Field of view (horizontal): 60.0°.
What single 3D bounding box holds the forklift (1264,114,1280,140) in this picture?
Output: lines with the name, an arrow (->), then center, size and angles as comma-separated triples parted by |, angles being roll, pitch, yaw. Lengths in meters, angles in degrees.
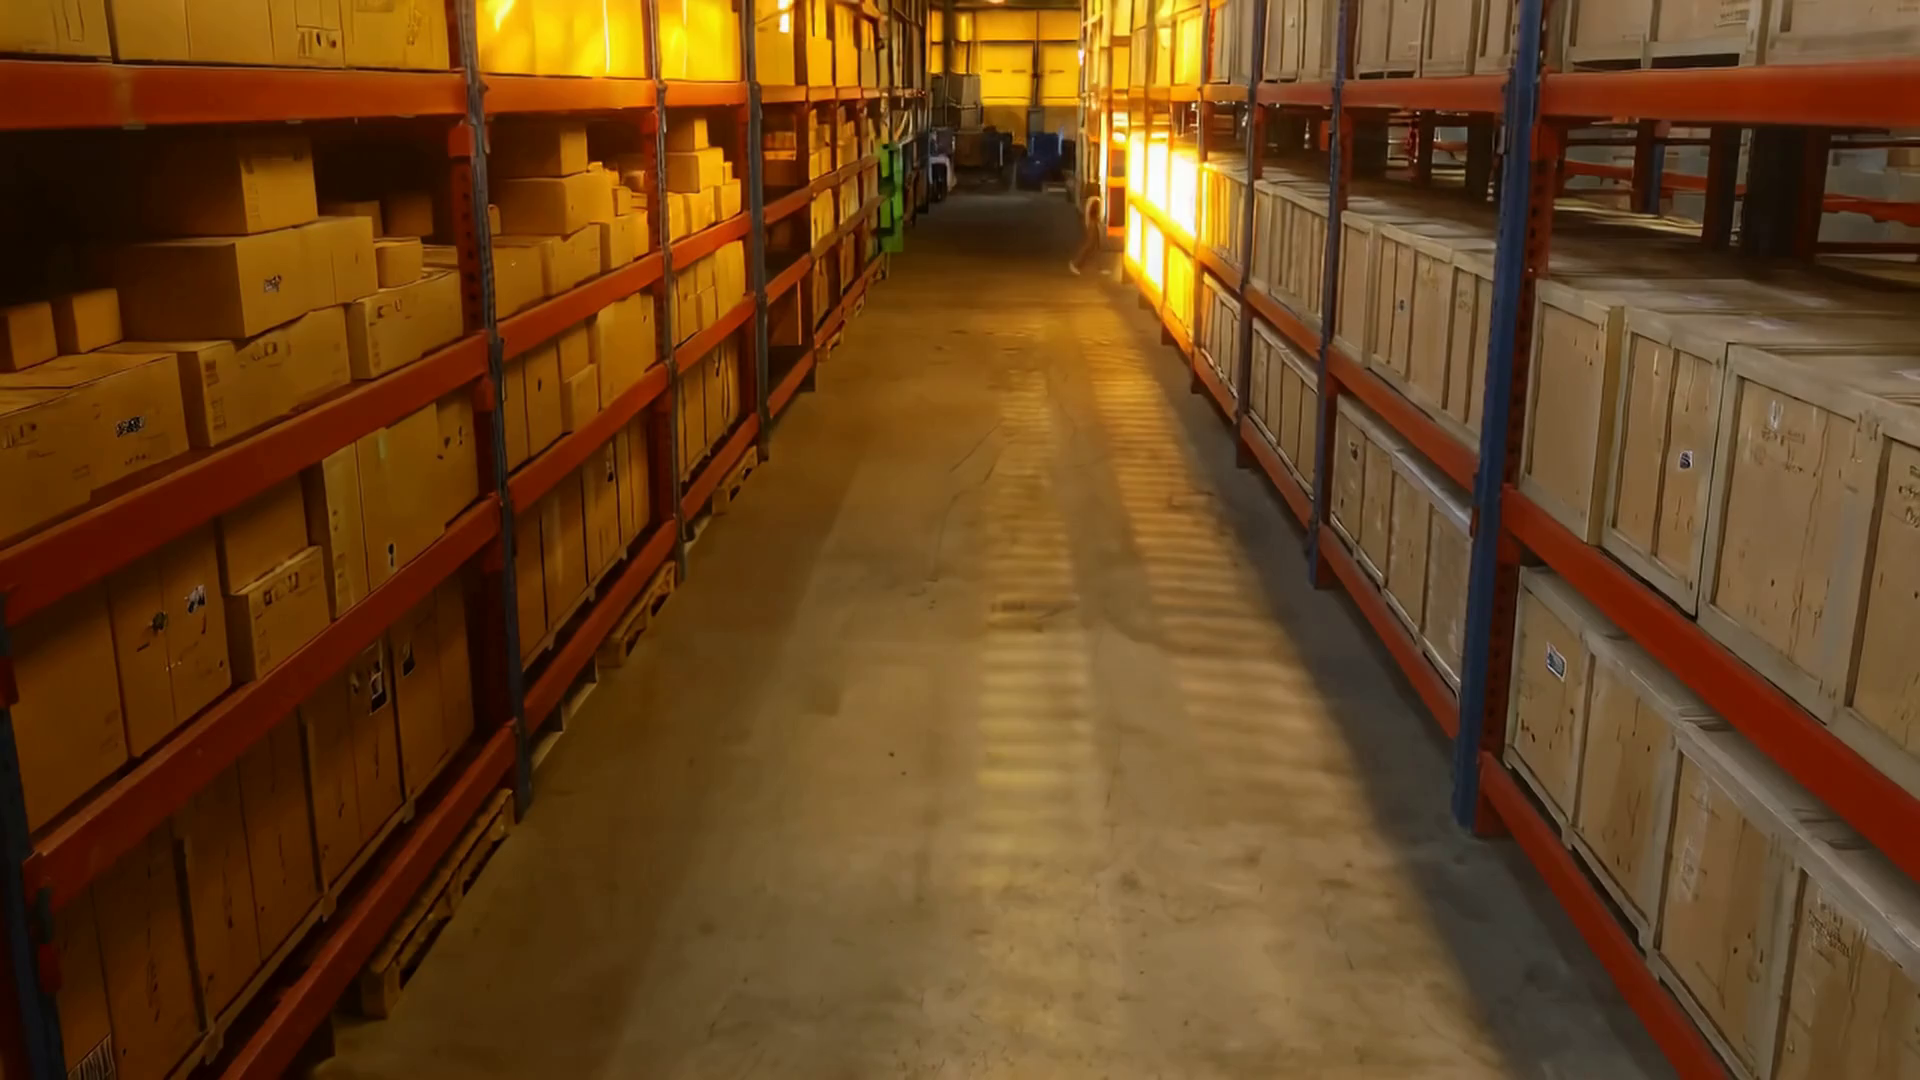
forklift -> 11.025, -13.978, 59.799 | 1.129, 2.768, 1.873 | 0, 15, 2

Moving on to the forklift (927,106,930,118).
forklift -> -1.988, -20.789, 85.142 | 1.129, 2.768, 1.873 | 0, 15, 2

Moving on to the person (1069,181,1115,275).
person -> 2.573, -6.060, 32.359 | 0.868, 1.819, 0.578 | 1, 15, 4

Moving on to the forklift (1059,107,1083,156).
forklift -> 5.229, -18.742, 77.524 | 1.129, 2.768, 1.873 | -7, 17, -26

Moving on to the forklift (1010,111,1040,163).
forklift -> 2.058, -14.648, 62.292 | 1.873, 2.768, 1.129 | 0, 15, 1

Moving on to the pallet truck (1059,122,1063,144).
pallet truck -> 5.788, -21.111, 88.014 | 1.885, 1.965, 0.823 | 5, 16, 18
